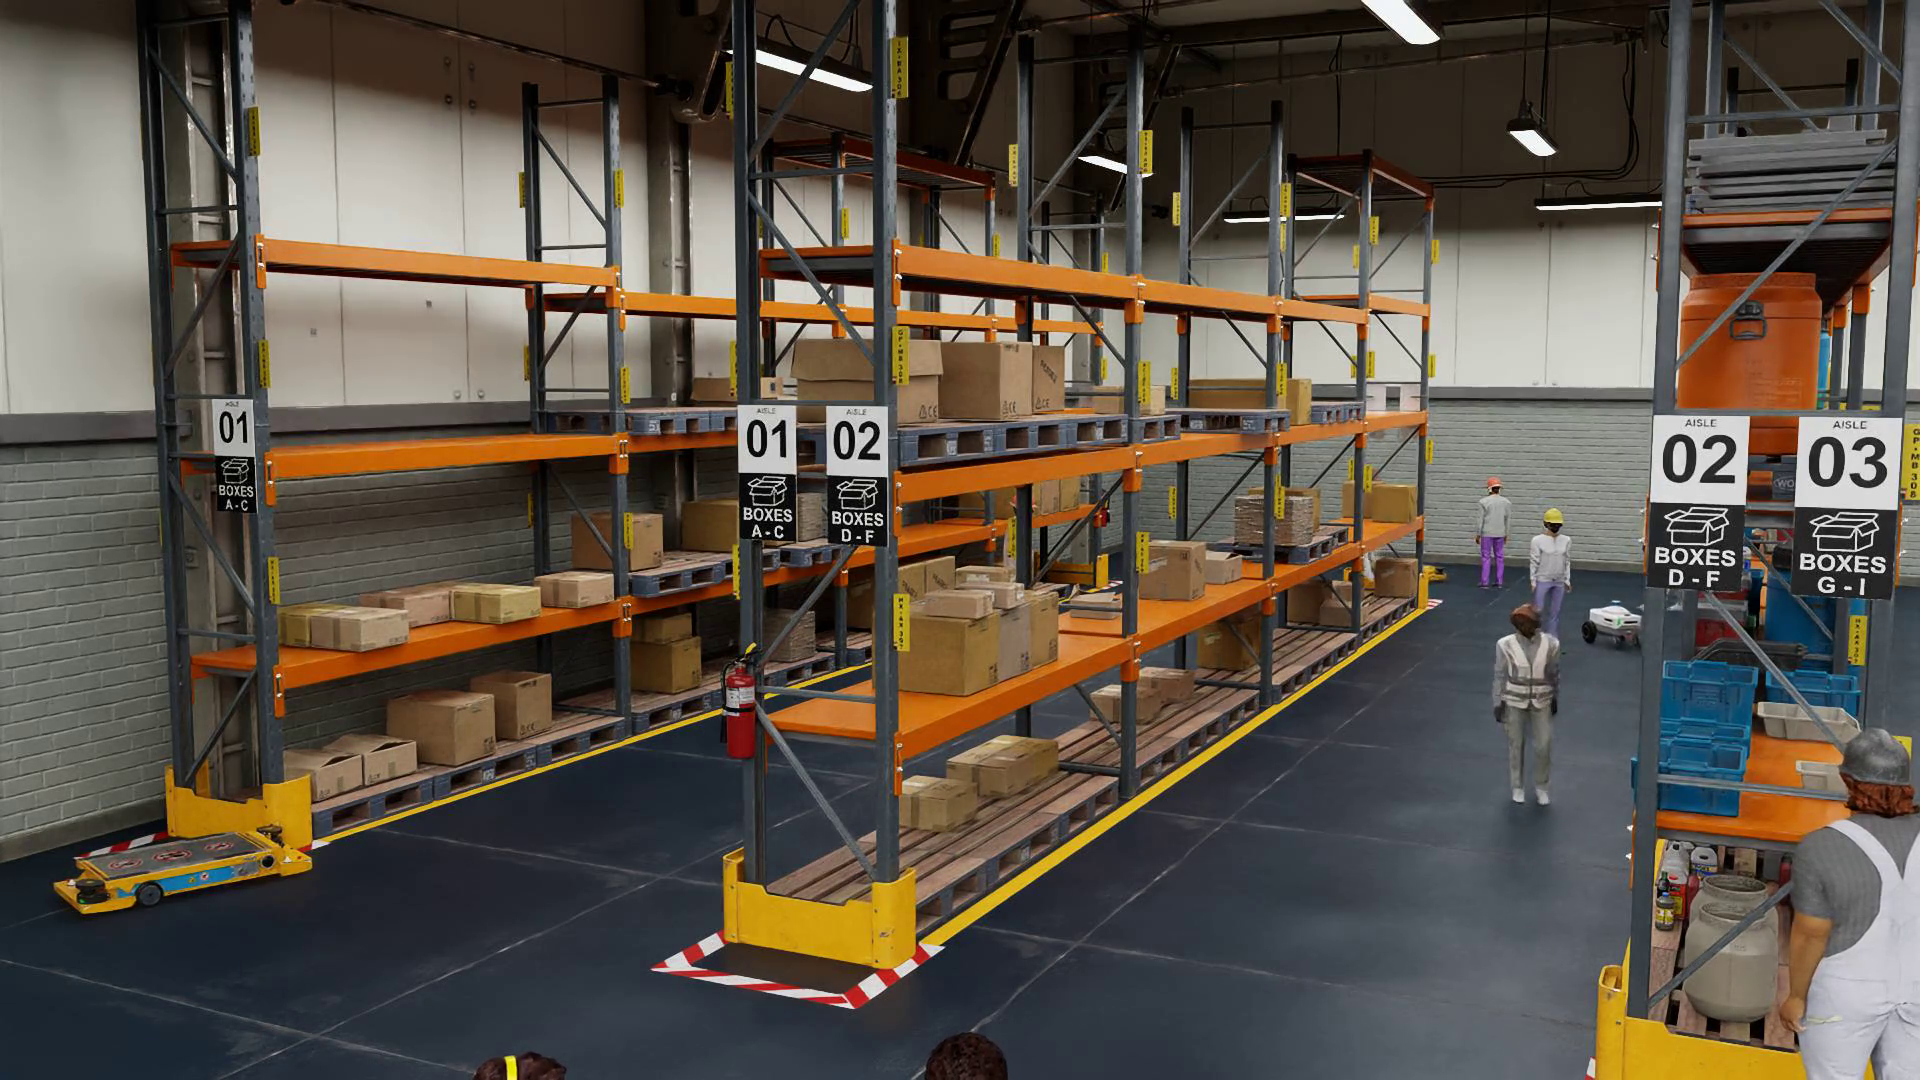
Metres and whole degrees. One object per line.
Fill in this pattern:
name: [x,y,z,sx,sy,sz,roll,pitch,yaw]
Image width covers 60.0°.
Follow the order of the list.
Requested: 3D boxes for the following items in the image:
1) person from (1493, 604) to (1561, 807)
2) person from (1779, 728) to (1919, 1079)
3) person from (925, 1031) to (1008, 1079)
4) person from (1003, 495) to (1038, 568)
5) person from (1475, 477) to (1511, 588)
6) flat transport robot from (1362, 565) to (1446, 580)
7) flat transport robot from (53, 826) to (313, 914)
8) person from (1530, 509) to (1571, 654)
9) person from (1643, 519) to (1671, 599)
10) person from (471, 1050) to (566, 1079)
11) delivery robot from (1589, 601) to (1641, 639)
person: [4.430,1.285,13.033,0.532,1.609,0.506,1,6,9]
person: [3.549,1.741,6.555,0.674,2.000,0.535,0,6,1]
person: [0.010,2.081,3.833,0.597,1.917,0.378,0,6,1]
person: [0.714,0.424,19.637,0.407,1.986,0.618,0,6,0]
person: [8.324,-0.111,26.013,0.568,1.745,0.340,-1,6,-13]
flat transport robot: [7.175,0.493,27.206,0.652,0.197,1.431,-4,7,-34]
flat transport robot: [-5.121,2.160,10.994,1.431,0.197,0.652,-5,8,-42]
person: [7.086,0.502,19.933,0.533,1.767,0.325,-1,6,-11]
person: [10.514,0.008,24.850,0.601,1.731,0.465,1,6,13]
person: [-1.040,2.101,3.877,0.319,1.870,0.521,-3,7,-27]
delivery robot: [8.091,0.993,20.534,0.477,0.478,0.707,-1,6,-9]
